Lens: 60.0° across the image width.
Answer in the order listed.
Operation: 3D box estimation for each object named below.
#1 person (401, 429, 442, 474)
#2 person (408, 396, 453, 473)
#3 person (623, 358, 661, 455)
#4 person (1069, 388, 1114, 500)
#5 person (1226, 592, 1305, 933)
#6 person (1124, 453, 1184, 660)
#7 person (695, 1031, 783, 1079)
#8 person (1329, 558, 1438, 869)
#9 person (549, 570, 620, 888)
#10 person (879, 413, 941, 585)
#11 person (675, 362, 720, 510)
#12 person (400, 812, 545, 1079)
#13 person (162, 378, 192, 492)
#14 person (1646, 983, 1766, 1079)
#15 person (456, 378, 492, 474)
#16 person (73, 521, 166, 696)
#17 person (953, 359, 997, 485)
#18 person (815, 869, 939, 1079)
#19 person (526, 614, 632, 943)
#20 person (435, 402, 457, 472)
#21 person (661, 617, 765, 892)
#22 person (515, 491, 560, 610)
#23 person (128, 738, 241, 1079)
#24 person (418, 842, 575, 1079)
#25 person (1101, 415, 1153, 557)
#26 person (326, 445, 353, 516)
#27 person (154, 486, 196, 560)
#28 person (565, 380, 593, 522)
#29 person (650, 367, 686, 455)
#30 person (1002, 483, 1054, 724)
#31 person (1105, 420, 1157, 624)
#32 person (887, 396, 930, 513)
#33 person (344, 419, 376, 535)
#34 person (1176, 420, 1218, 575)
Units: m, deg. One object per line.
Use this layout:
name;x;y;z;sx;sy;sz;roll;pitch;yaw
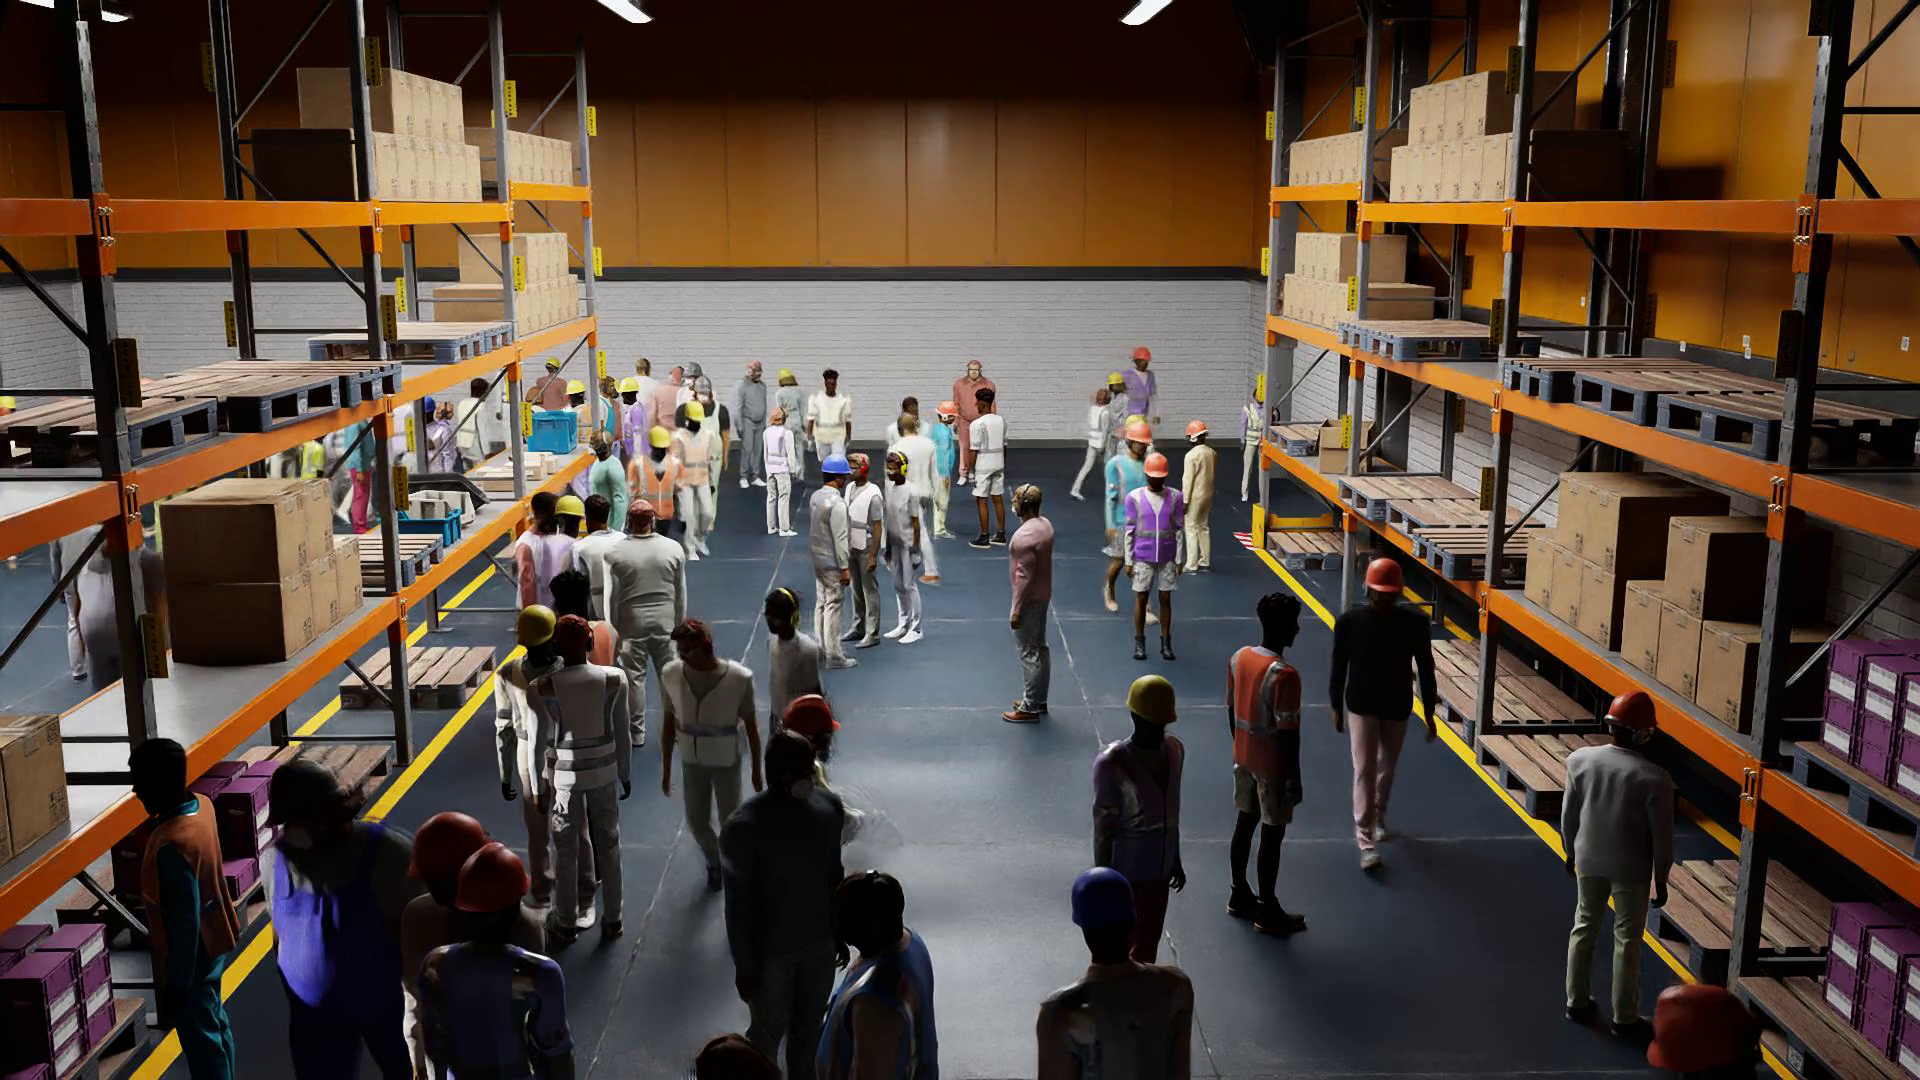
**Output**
person;-6.030;-0.427;18.697;0.493;1.661;0.954;0;11;2
person;-6.225;-0.735;19.556;0.603;1.946;0.389;4;12;21
person;-4.635;-1.701;24.432;0.627;1.935;0.372;3;12;14
person;1.945;-1.348;23.509;0.838;1.600;0.515;-5;12;-24
person;1.761;1.256;9.523;0.362;1.963;0.614;-5;12;-24
person;1.771;0.152;15.174;0.548;1.925;0.392;-1;11;-4
person;-0.627;2.290;5.227;0.379;1.614;0.520;-6;13;-28
person;2.669;1.072;10.496;0.629;1.936;1.043;1;11;4
person;-2.290;1.141;10.116;0.368;1.960;0.602;3;12;15
person;-0.563;-0.472;18.429;0.645;1.869;1.071;-11;15;-43
person;-3.648;-1.429;22.800;0.684;2.000;0.538;5;13;25
person;-1.779;1.935;6.088;0.637;1.986;0.414;4;12;18
person;-10.381;-1.226;22.068;0.543;1.929;0.385;7;13;31
person;2.182;2.211;4.665;0.659;1.991;0.482;3;12;15
person;-6.481;-1.218;22.137;0.626;1.891;0.457;11;16;44
person;-6.166;0.669;12.275;0.689;2.000;0.734;1;11;4
person;0.217;-1.739;24.726;0.671;1.900;0.394;2;12;12
person;-0.294;2.046;5.910;0.430;1.836;0.619;1;11;5
person;-2.126;1.337;9.341;0.575;1.880;0.358;-4;12;-21
person;-6.673;-0.983;21.591;0.321;1.631;0.527;-6;13;-27
person;-1.413;1.293;9.740;0.607;1.808;0.628;3;12;14
person;-3.308;0.551;13.211;0.405;1.909;0.597;3;12;14
person;-3.299;1.760;7.128;0.392;1.915;0.590;-4;12;-18
person;-1.598;1.998;5.862;0.545;1.942;0.354;2;11;10
person;2.041;-0.635;19.687;0.494;1.689;0.886;7;13;32
person;-8.434;-1.190;22.376;0.320;1.738;0.483;7;13;32
person;-9.203;-0.675;19.328;0.589;1.919;0.395;-3;12;-15
person;-4.902;-1.108;21.515;0.399;1.913;0.594;3;12;13
person;-4.052;-1.516;23.655;0.692;1.873;0.498;1;11;6
person;0.553;0.505;13.355;0.359;1.938;0.635;4;12;20
person;1.720;-0.198;16.664;0.634;2.035;0.641;-3;12;-17
person;-0.633;-0.790;19.954;0.596;1.902;0.505;-7;13;-31
person;-7.314;-0.913;20.364;0.396;1.989;0.619;-2;12;-11
person;2.674;-0.485;18.825;0.348;1.740;0.574;9;15;39
